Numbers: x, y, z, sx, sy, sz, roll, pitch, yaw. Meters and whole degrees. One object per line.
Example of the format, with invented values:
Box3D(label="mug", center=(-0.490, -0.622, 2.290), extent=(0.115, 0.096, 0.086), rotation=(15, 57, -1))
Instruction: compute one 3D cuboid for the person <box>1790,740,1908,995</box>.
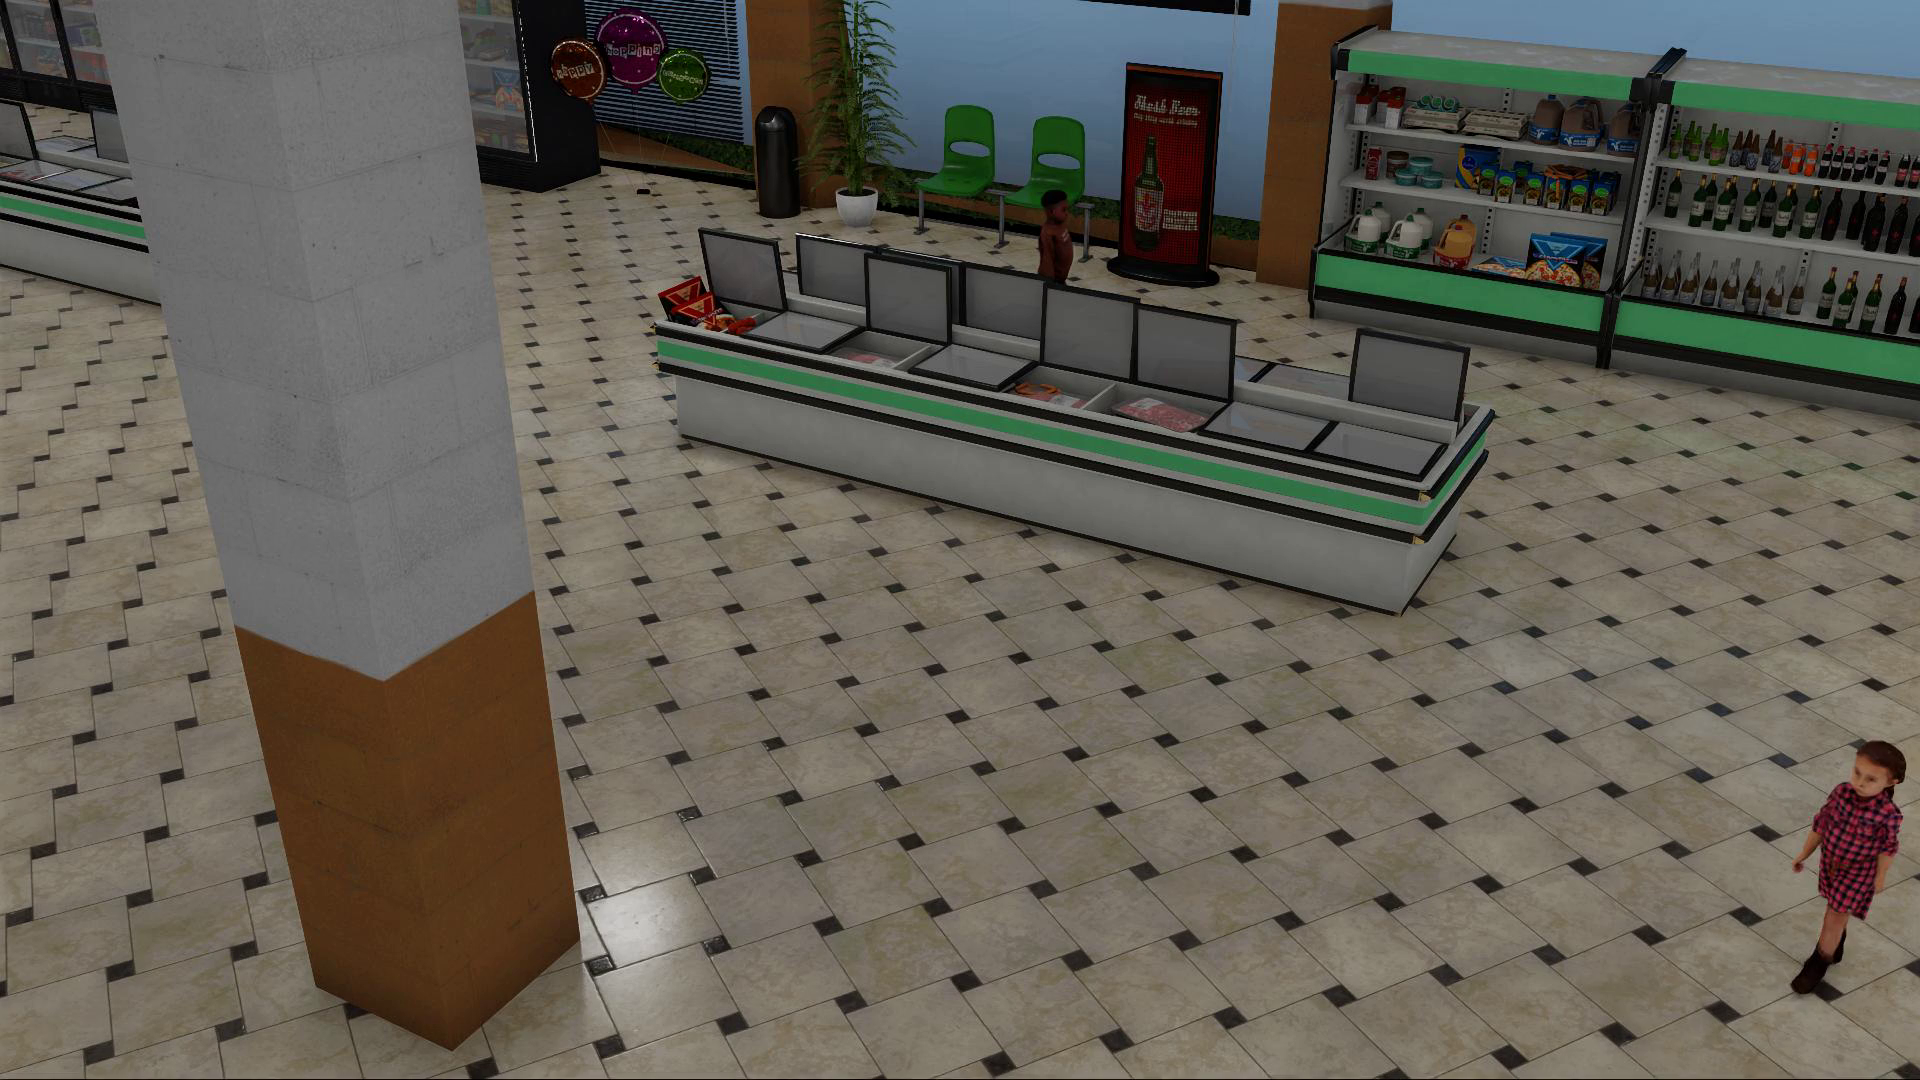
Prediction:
Box3D(label="person", center=(3.308, 1.171, 6.136), extent=(0.624, 1.010, 0.589), rotation=(-13, 30, -25))

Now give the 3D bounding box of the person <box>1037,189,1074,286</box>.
Box3D(label="person", center=(0.658, -1.890, 11.900), extent=(0.526, 1.256, 0.556), rotation=(9, 28, 17))
